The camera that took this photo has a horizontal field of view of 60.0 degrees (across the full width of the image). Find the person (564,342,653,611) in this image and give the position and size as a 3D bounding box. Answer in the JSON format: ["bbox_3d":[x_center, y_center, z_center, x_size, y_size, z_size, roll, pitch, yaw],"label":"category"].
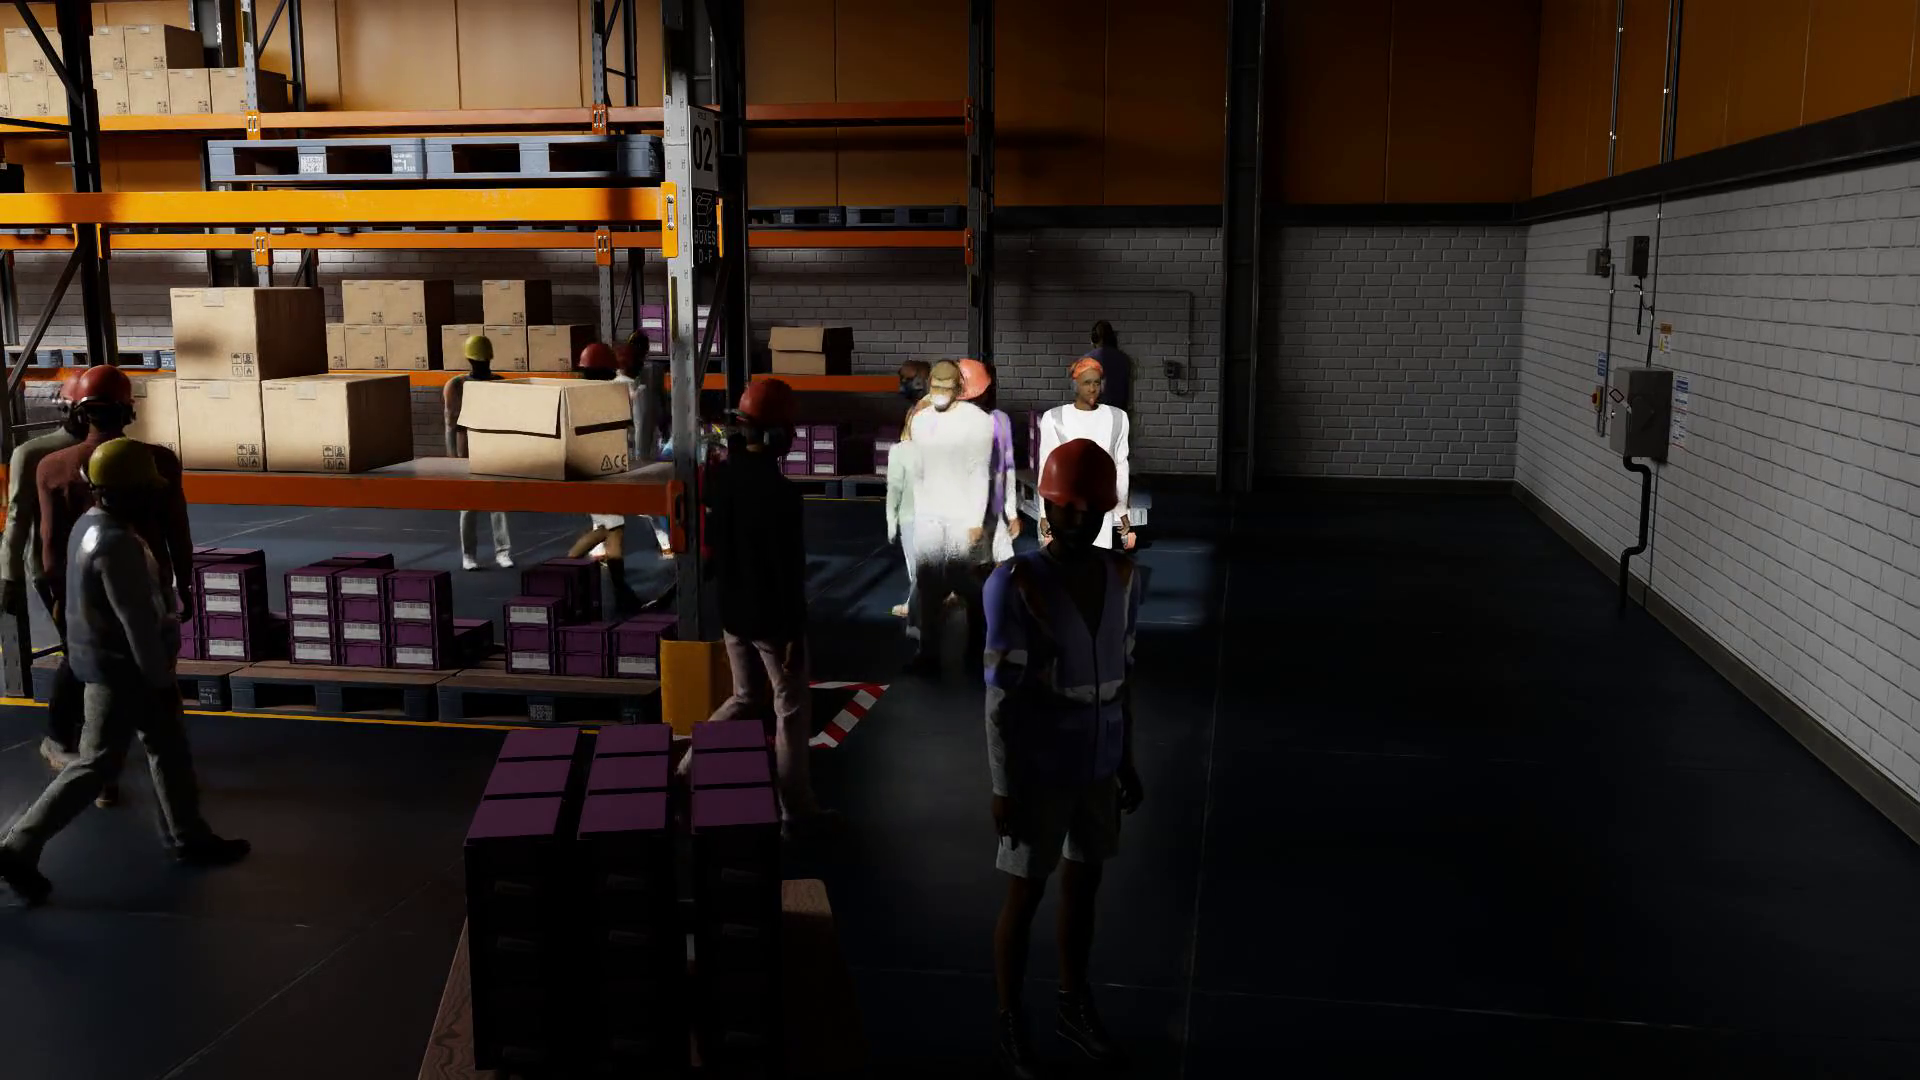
[{"bbox_3d":[-2.566,-0.430,11.721,0.731,1.919,0.562,-3,10,-20],"label":"person"}]

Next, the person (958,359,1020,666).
[{"bbox_3d":[0.117,-0.155,10.141,0.573,1.890,0.396,-8,12,-40],"label":"person"}]

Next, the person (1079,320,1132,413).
[{"bbox_3d":[1.400,-1.183,16.338,0.629,1.940,0.378,-6,11,-35],"label":"person"}]

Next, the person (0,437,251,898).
[{"bbox_3d":[-3.344,0.486,6.480,0.911,1.790,0.582,-5,11,-31],"label":"person"}]

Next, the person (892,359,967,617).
[{"bbox_3d":[-0.227,-0.364,11.728,0.715,1.800,0.635,-1,9,-7],"label":"person"}]

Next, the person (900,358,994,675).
[{"bbox_3d":[-0.015,-0.150,10.021,0.639,1.912,0.697,8,12,41],"label":"person"}]

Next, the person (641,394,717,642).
[{"bbox_3d":[-1.753,-0.108,10.467,0.531,1.678,0.539,2,9,12],"label":"person"}]

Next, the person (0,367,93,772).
[{"bbox_3d":[-4.182,0.162,7.931,0.443,1.956,0.665,6,11,31],"label":"person"}]

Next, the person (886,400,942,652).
[{"bbox_3d":[-0.174,-0.087,10.571,0.523,1.587,0.816,-5,10,-27],"label":"person"}]

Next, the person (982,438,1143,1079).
[{"bbox_3d":[0.328,0.659,4.926,0.548,1.934,0.375,-6,11,-33],"label":"person"}]

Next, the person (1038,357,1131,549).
[{"bbox_3d":[0.775,-0.190,10.346,0.587,1.883,0.342,-2,9,-10],"label":"person"}]

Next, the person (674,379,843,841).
[{"bbox_3d":[-0.860,0.321,6.884,0.760,1.976,0.623,-8,12,-42],"label":"person"}]

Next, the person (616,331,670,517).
[{"bbox_3d":[-3.212,-1.155,16.538,0.547,1.823,0.897,-7,11,-36],"label":"person"}]

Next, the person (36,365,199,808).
[{"bbox_3d":[-3.785,0.211,7.515,0.609,1.996,0.379,-4,10,-21],"label":"person"}]

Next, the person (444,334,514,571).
[{"bbox_3d":[-3.818,-0.707,13.464,0.692,1.913,0.414,-8,12,-40],"label":"person"}]

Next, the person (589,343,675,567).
[{"bbox_3d":[-2.699,-0.707,13.722,0.578,1.832,0.989,7,11,36],"label":"person"}]

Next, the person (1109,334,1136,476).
[{"bbox_3d":[1.477,-1.217,17.004,0.845,1.794,0.663,7,12,38],"label":"person"}]
